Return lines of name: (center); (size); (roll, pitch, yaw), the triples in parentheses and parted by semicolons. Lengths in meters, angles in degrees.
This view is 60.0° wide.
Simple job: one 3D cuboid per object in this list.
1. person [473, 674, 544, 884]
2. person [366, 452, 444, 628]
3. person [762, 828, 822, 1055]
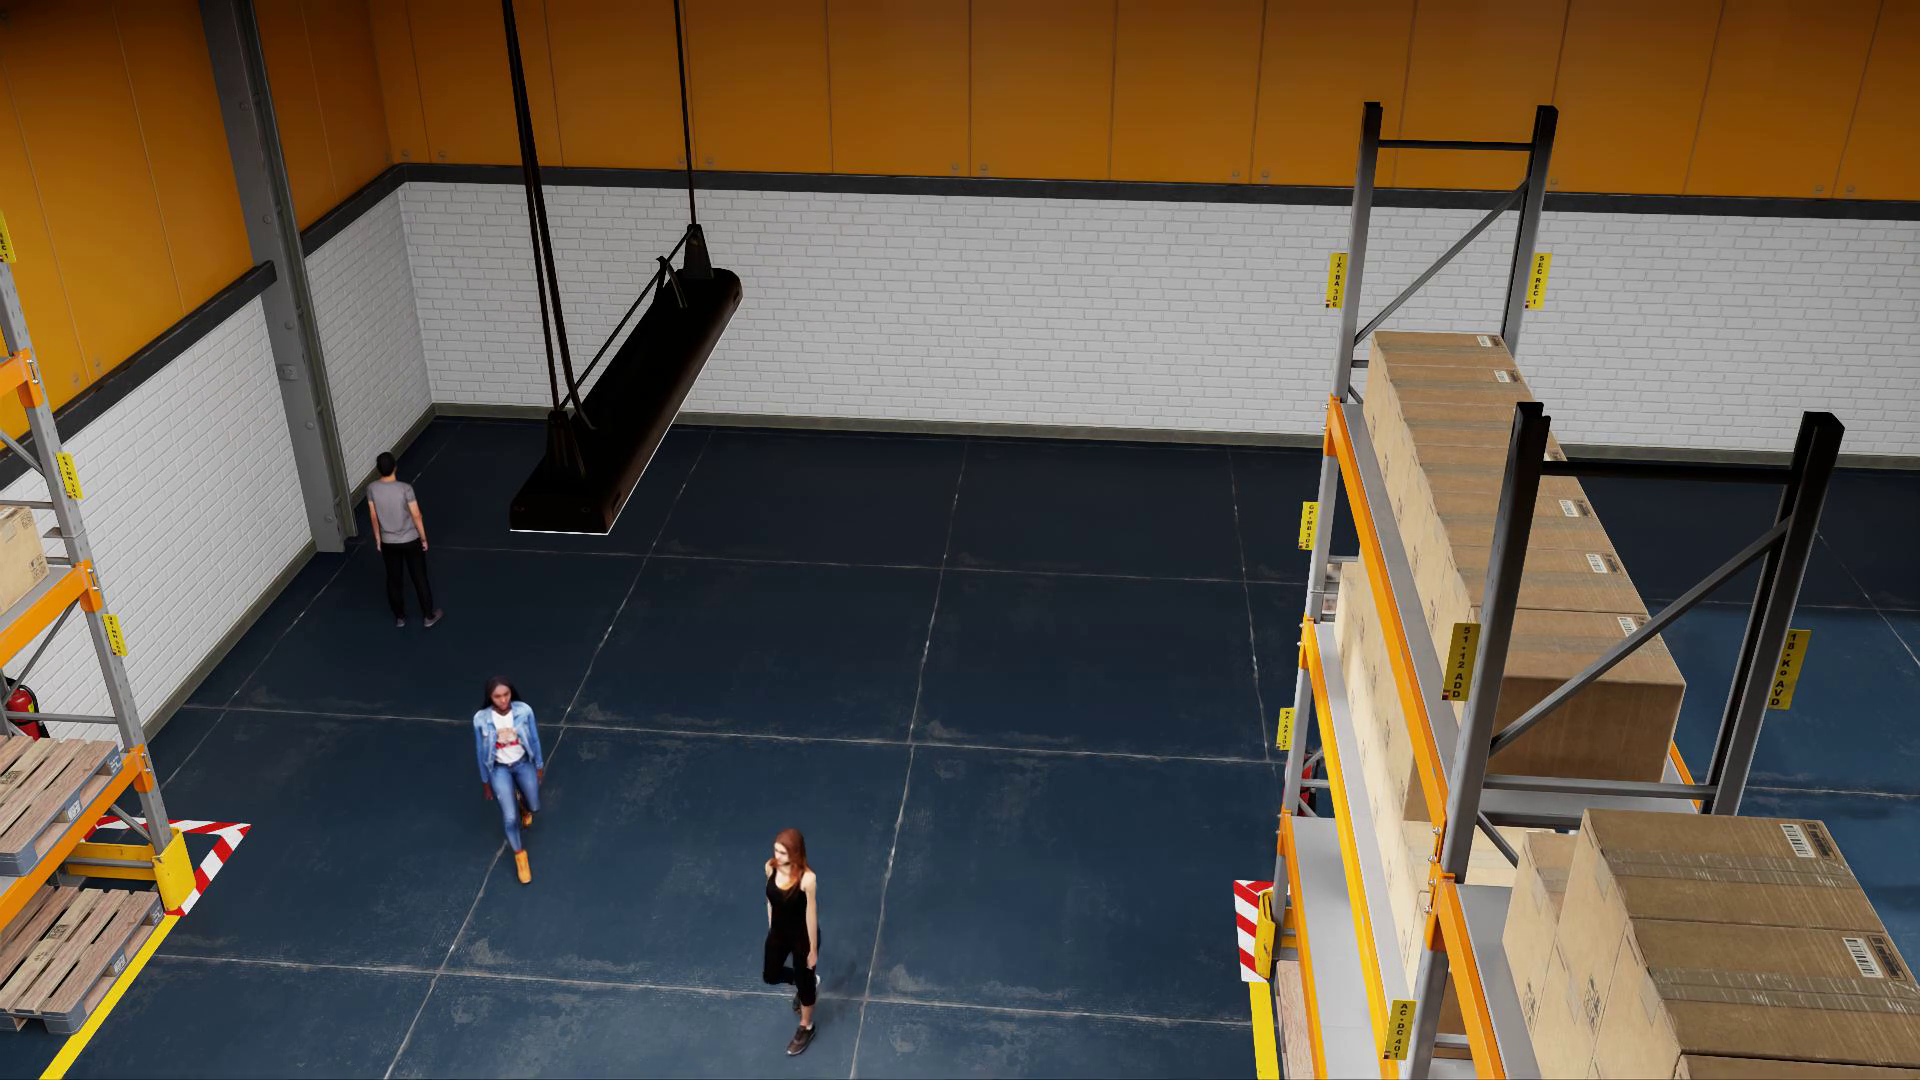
person: (-3.333, 1.682, 12.296); (0.867, 1.694, 1.039); (-11, 30, -19)
person: (-5.162, -0.007, 15.329); (0.629, 1.754, 0.535); (1, 29, 1)
person: (-1.013, 2.519, 10.740); (0.733, 1.715, 0.835); (15, 32, 26)
